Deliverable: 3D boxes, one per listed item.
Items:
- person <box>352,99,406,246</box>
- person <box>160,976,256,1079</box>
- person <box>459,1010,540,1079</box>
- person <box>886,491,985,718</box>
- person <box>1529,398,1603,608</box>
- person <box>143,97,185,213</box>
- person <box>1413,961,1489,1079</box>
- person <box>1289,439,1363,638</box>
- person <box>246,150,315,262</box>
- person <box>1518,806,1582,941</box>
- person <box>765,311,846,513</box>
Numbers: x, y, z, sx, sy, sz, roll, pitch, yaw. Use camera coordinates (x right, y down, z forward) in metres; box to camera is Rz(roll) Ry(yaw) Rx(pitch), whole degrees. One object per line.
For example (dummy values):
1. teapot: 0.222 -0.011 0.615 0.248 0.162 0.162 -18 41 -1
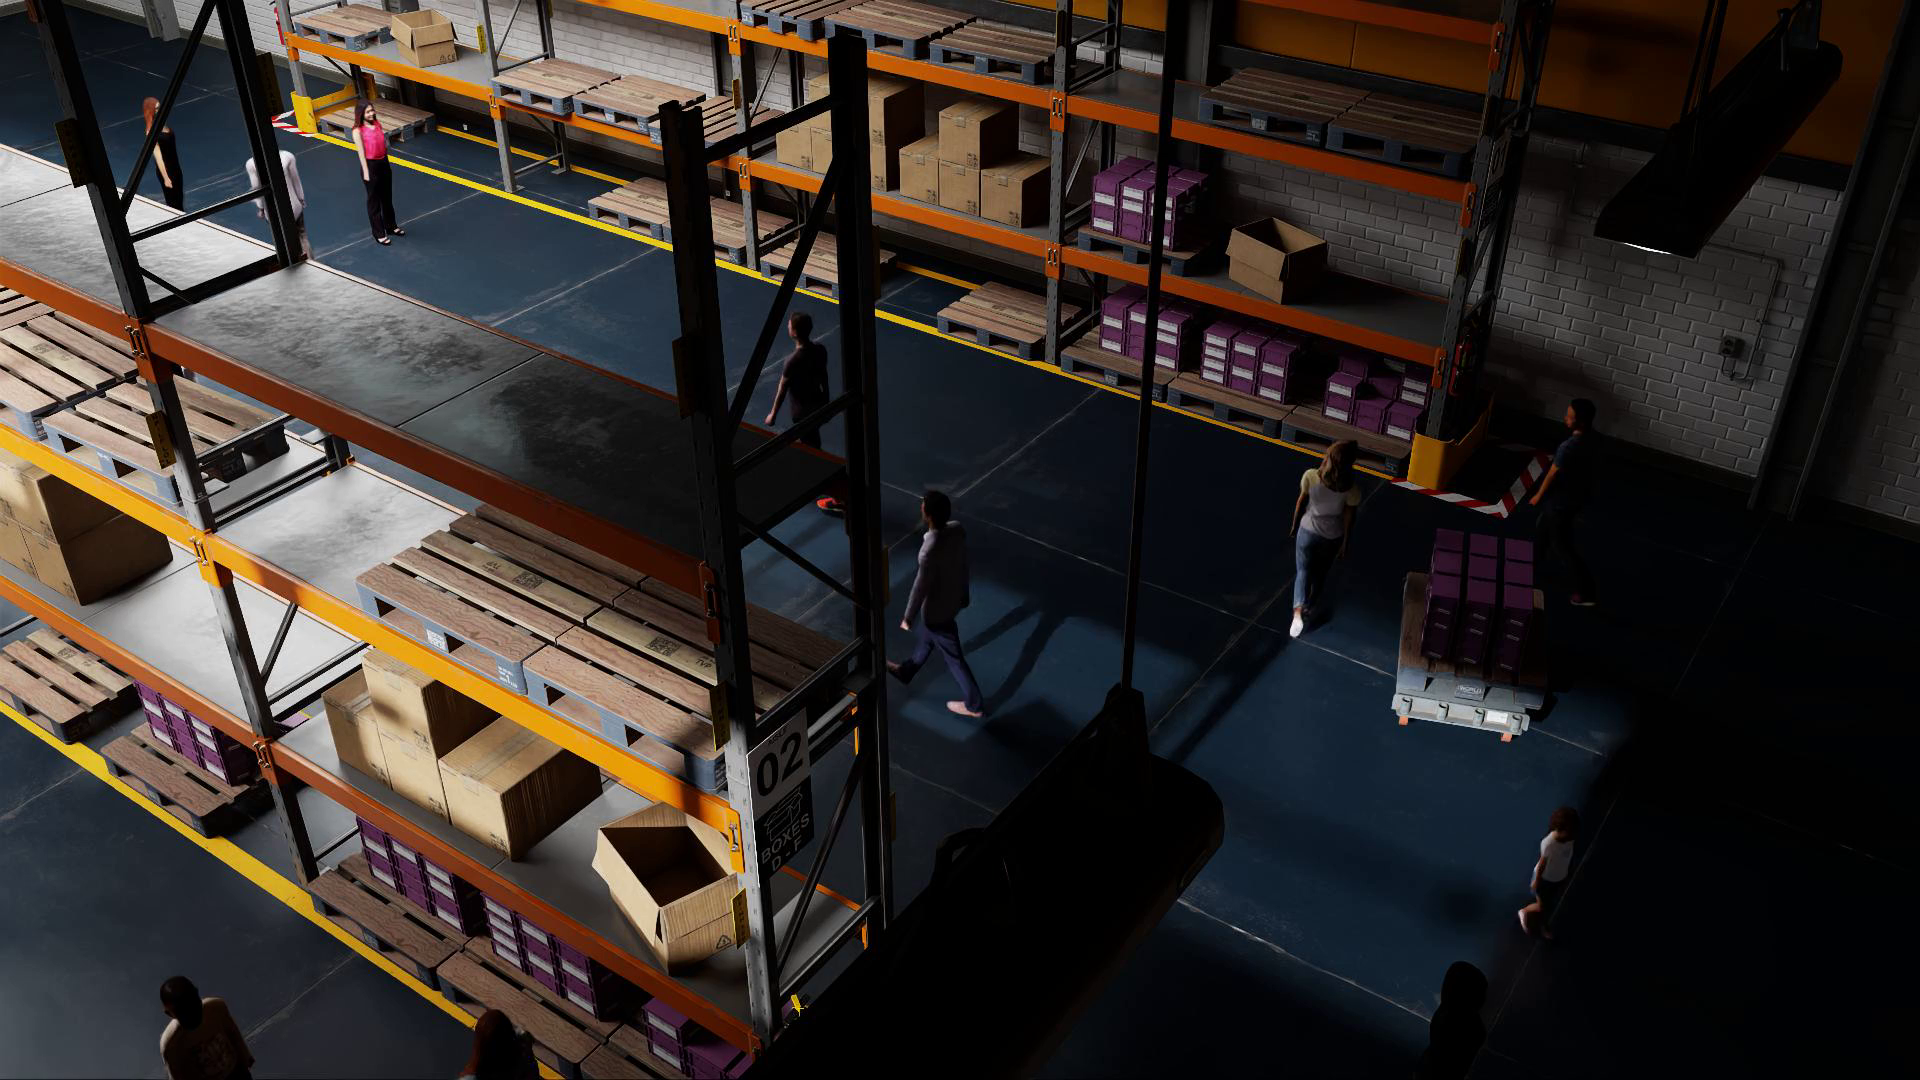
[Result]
1. person: -6.705 -4.247 19.121 0.583 1.659 0.627 12 36 18
2. person: -3.964 2.780 8.737 0.754 1.452 0.596 17 37 24
3. person: -2.314 2.921 8.339 1.112 1.657 0.639 22 40 30
4. person: -0.063 0.510 11.836 1.203 1.800 0.807 16 37 22
5. person: 4.818 -0.254 13.022 0.763 1.761 1.184 -27 42 -34
6. person: -9.048 -4.214 19.012 0.692 1.725 0.658 -1 34 -2
7. person: 2.472 2.766 8.585 0.486 1.642 0.564 21 39 28
8. person: 2.737 0.025 12.664 0.972 1.692 0.851 11 35 16
9. person: -7.349 -3.624 18.021 0.735 1.839 0.686 -21 39 -28
10. person: 3.616 2.026 10.263 0.505 1.018 0.542 -19 38 -26
11. person: -1.232 -1.028 14.149 1.181 1.803 0.724 17 37 24
